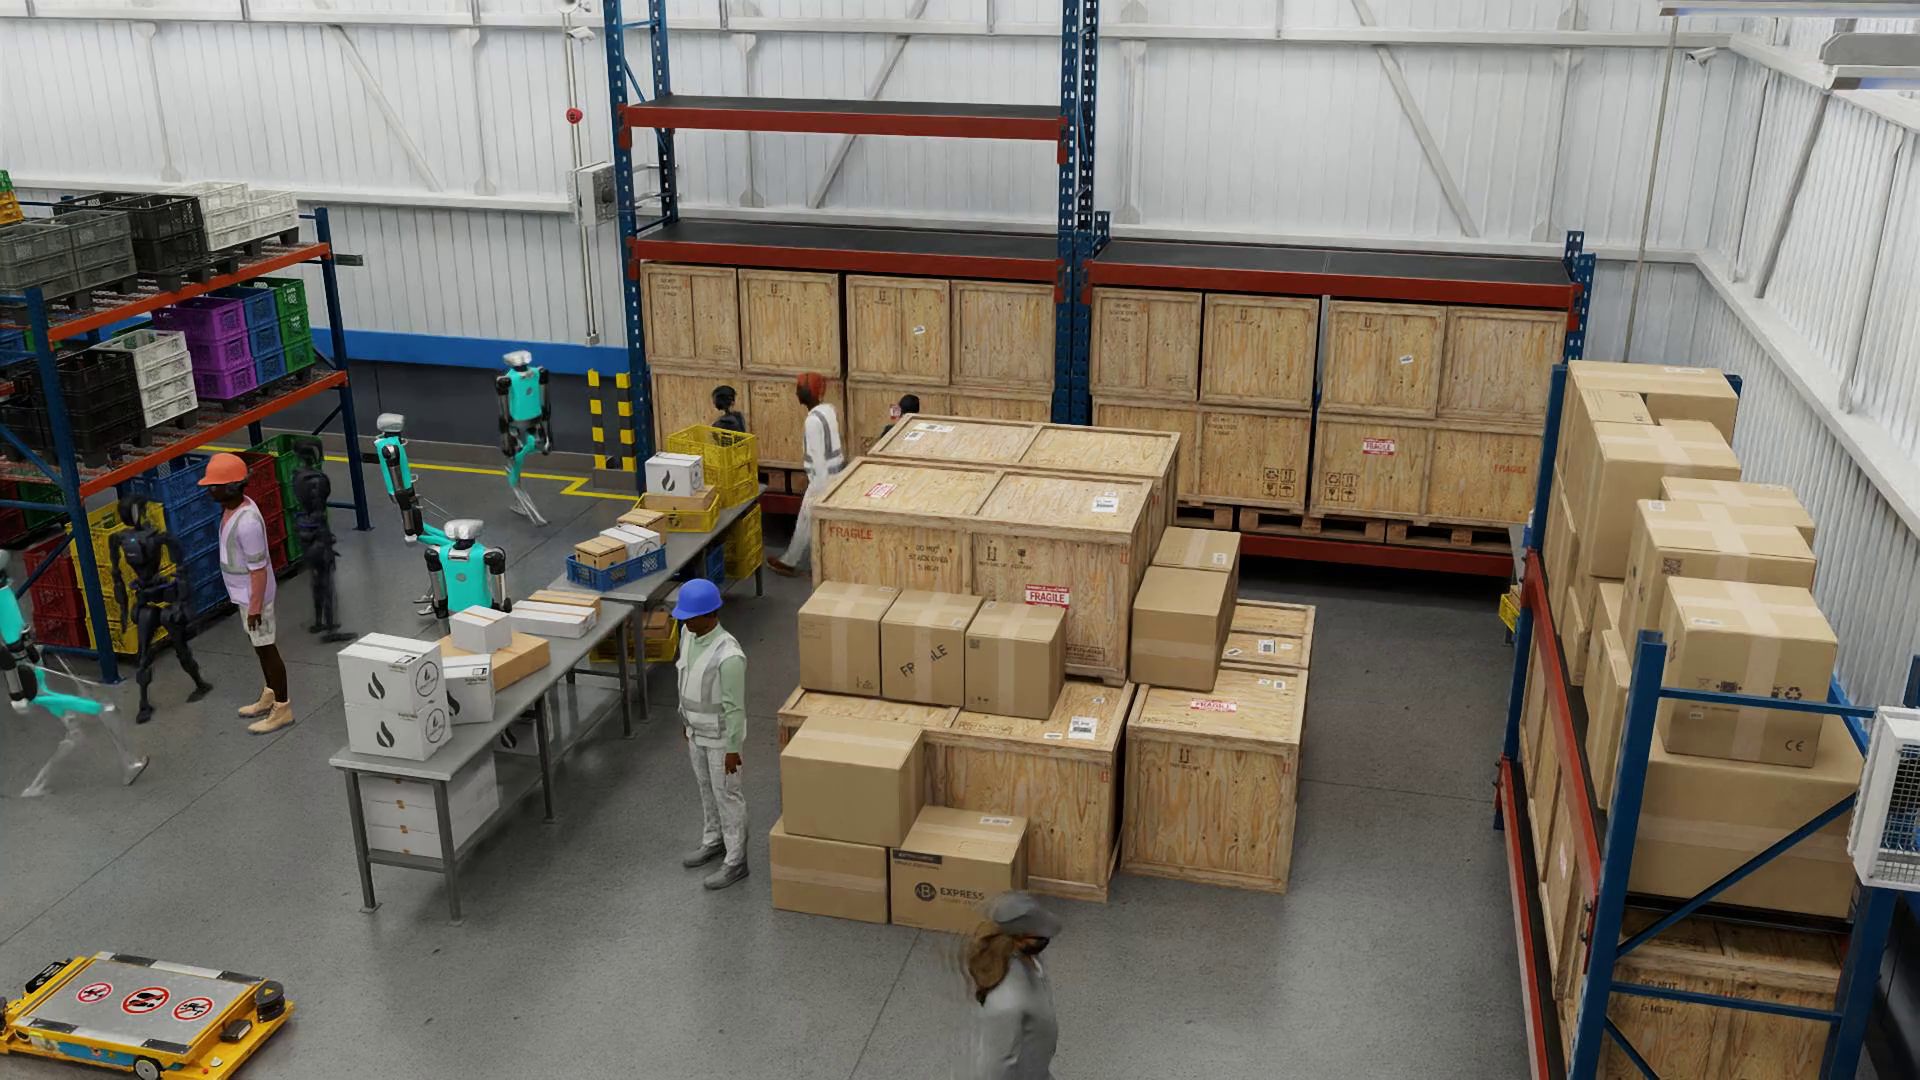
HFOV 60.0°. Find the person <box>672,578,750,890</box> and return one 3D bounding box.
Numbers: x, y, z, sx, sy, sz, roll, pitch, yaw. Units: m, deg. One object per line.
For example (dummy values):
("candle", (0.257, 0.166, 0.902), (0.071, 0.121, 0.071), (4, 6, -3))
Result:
("person", (-1.462, 1.119, 9.788), (0.405, 1.940, 0.603), (-15, 25, -34))

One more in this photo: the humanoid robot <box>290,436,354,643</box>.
("humanoid robot", (-5.062, -0.023, 13.126), (0.325, 1.656, 0.589), (-12, 24, -29))

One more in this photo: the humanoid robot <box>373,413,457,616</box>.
("humanoid robot", (-4.264, -0.230, 13.402), (0.735, 1.677, 0.533), (-8, 22, -19))

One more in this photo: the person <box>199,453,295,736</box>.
("person", (-4.967, 0.371, 11.593), (0.376, 2.045, 0.605), (-12, 24, -29))

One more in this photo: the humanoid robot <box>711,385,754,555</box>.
("humanoid robot", (-1.942, -0.552, 14.514), (0.397, 1.632, 0.609), (4, 21, 11))

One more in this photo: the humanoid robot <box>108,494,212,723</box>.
("humanoid robot", (-5.744, 0.464, 11.906), (0.609, 1.643, 0.611), (2, 21, 5))

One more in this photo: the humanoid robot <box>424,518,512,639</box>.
("humanoid robot", (-3.219, 0.570, 11.310), (0.533, 1.677, 0.735), (2, 21, 5))

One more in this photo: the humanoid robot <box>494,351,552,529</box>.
("humanoid robot", (-4.106, -0.937, 15.439), (1.005, 1.735, 0.548), (18, 27, 39))

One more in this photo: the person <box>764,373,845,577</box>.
("person", (-1.233, -0.534, 14.245), (0.983, 1.825, 0.584), (6, 22, 14))

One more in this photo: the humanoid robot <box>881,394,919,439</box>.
("humanoid robot", (-0.403, -0.439, 14.217), (0.612, 1.639, 0.371), (7, 22, 17))

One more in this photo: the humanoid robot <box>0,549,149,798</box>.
("humanoid robot", (-5.765, 0.860, 10.797), (0.994, 1.774, 0.531), (-7, 22, -17))

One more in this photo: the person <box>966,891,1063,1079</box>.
("person", (0.192, 2.237, 7.133), (0.829, 1.738, 0.567), (1, 21, 2))

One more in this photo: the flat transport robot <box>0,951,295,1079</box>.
("flat transport robot", (-4.270, 2.464, 8.601), (1.431, 0.231, 0.659), (5, 22, 13))
